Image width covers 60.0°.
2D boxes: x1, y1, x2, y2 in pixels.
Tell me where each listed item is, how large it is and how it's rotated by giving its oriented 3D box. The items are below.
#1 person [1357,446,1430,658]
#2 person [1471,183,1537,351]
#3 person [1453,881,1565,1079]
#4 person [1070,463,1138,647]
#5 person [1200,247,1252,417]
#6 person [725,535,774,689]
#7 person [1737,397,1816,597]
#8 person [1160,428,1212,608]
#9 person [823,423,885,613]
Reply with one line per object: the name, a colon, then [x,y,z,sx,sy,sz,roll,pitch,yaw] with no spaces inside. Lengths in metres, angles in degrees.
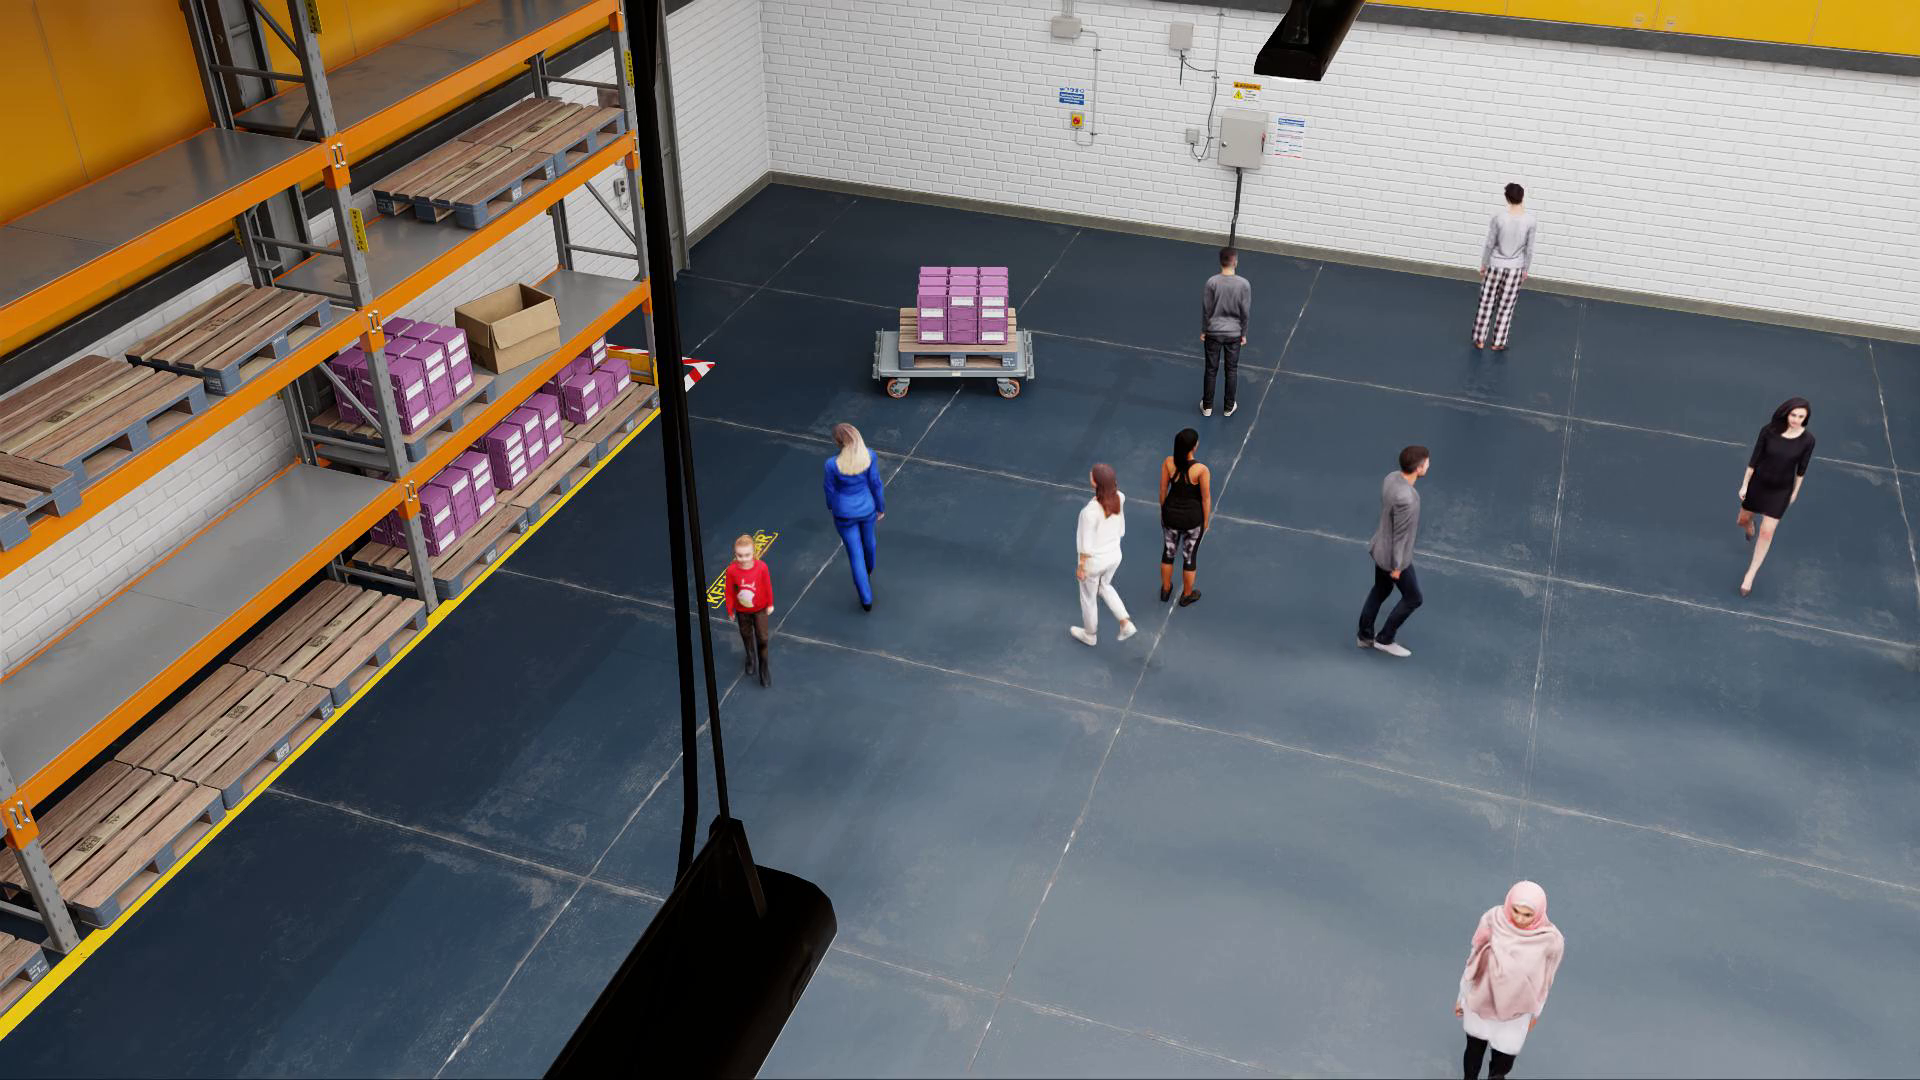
person: [3.314,0.106,13.028,0.869,1.854,0.748,-1,34,-1]
person: [5.738,-2.876,17.525,0.652,1.843,0.547,14,36,19]
person: [3.059,2.555,9.400,0.666,1.793,0.748,16,37,22]
person: [1.159,0.162,13.106,0.843,1.676,0.851,27,42,34]
person: [2.589,-2.041,16.344,0.665,1.760,0.599,4,34,5]
person: [-1.633,0.487,12.984,0.660,1.269,0.756,-3,34,-5]
person: [6.764,-0.434,13.905,0.740,1.783,1.078,19,38,26]
person: [1.831,-0.202,13.669,0.609,1.658,0.553,17,37,24]
person: [-0.844,-0.147,13.582,0.993,1.664,1.065,-11,35,-16]
